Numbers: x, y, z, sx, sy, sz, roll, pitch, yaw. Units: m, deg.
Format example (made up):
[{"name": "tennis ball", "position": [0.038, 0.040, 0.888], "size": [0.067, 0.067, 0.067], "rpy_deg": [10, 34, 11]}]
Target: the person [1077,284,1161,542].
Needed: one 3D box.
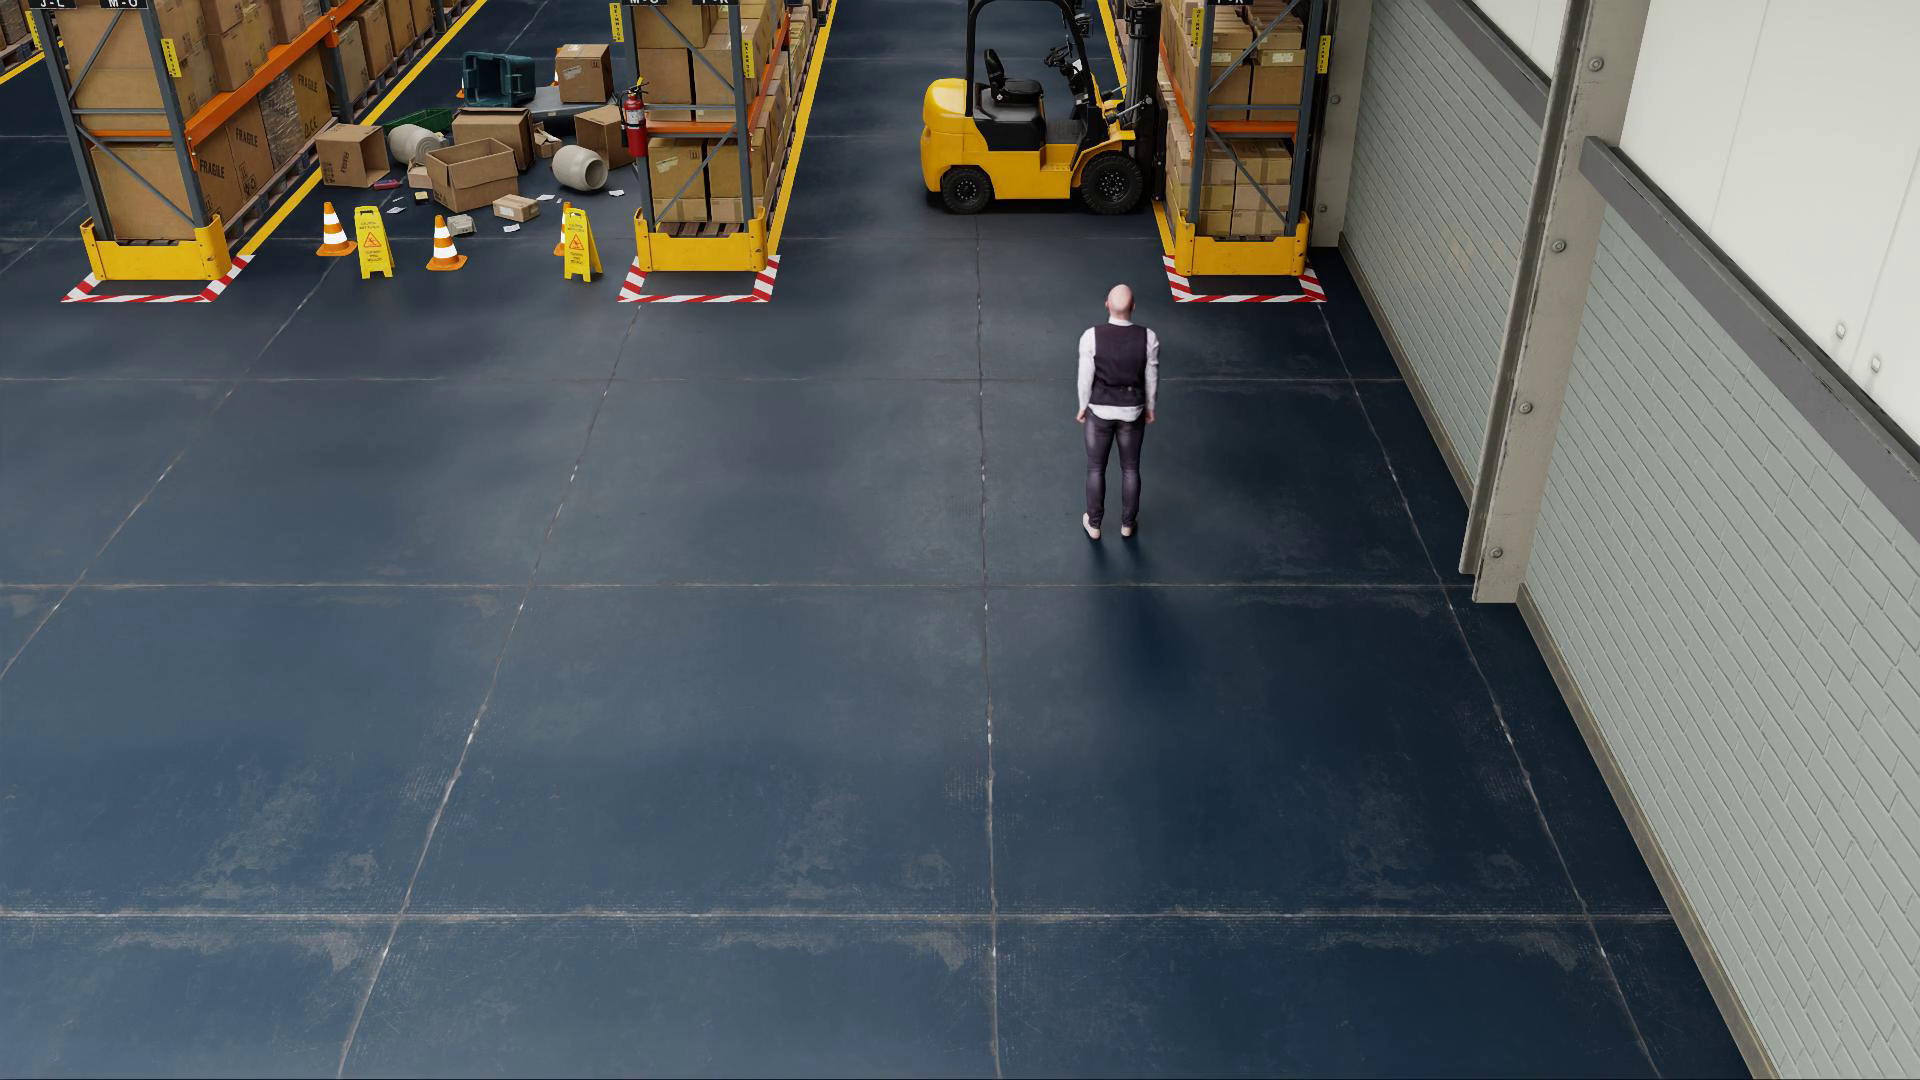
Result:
[{"name": "person", "position": [1.028, -0.840, 11.028], "size": [0.690, 1.823, 0.574], "rpy_deg": [-1, 32, -2]}]
